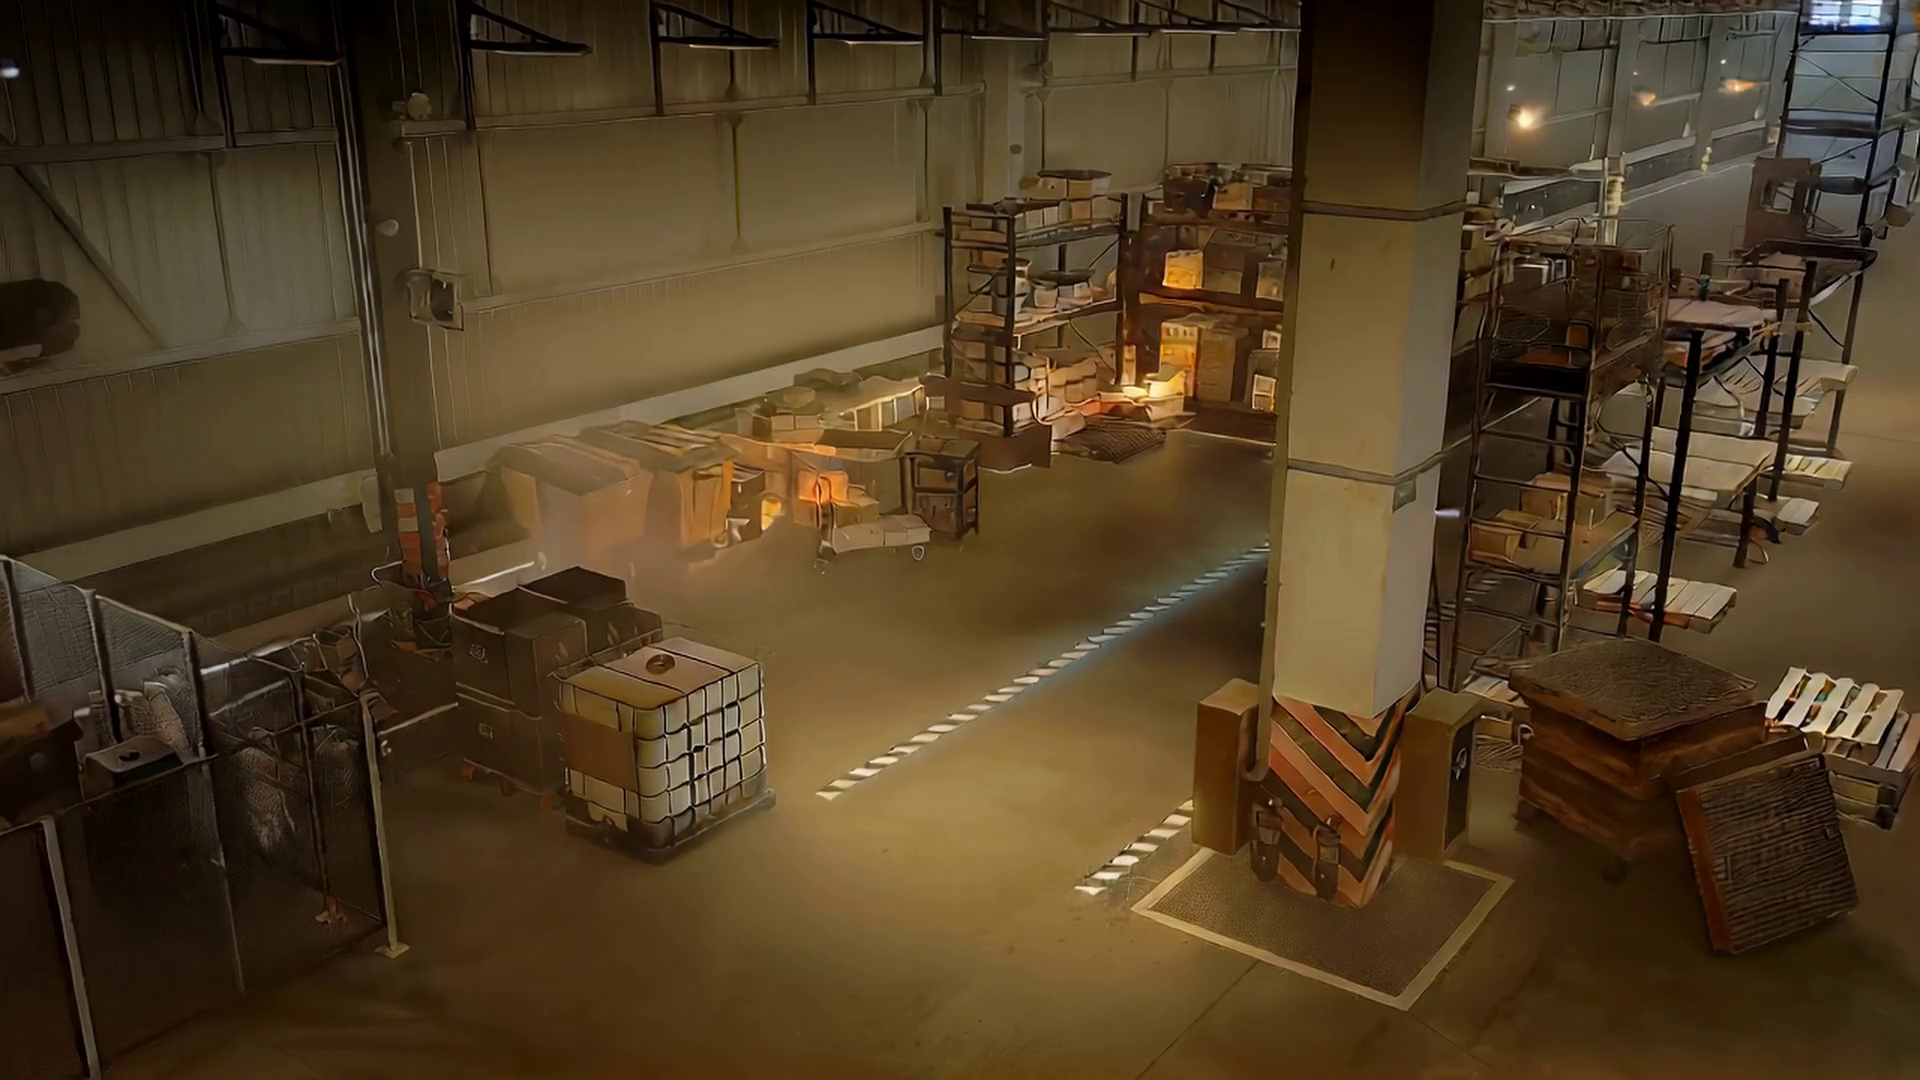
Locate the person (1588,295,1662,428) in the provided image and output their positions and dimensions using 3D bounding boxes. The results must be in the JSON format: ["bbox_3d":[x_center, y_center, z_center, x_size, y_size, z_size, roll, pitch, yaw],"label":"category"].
[{"bbox_3d":[9.156,-2.407,22.577,1.060,1.886,0.646,9,20,26],"label":"person"}]

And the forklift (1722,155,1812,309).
[{"bbox_3d":[15.455,-5.888,31.639,1.129,2.768,1.873,13,22,34],"label":"forklift"}]
